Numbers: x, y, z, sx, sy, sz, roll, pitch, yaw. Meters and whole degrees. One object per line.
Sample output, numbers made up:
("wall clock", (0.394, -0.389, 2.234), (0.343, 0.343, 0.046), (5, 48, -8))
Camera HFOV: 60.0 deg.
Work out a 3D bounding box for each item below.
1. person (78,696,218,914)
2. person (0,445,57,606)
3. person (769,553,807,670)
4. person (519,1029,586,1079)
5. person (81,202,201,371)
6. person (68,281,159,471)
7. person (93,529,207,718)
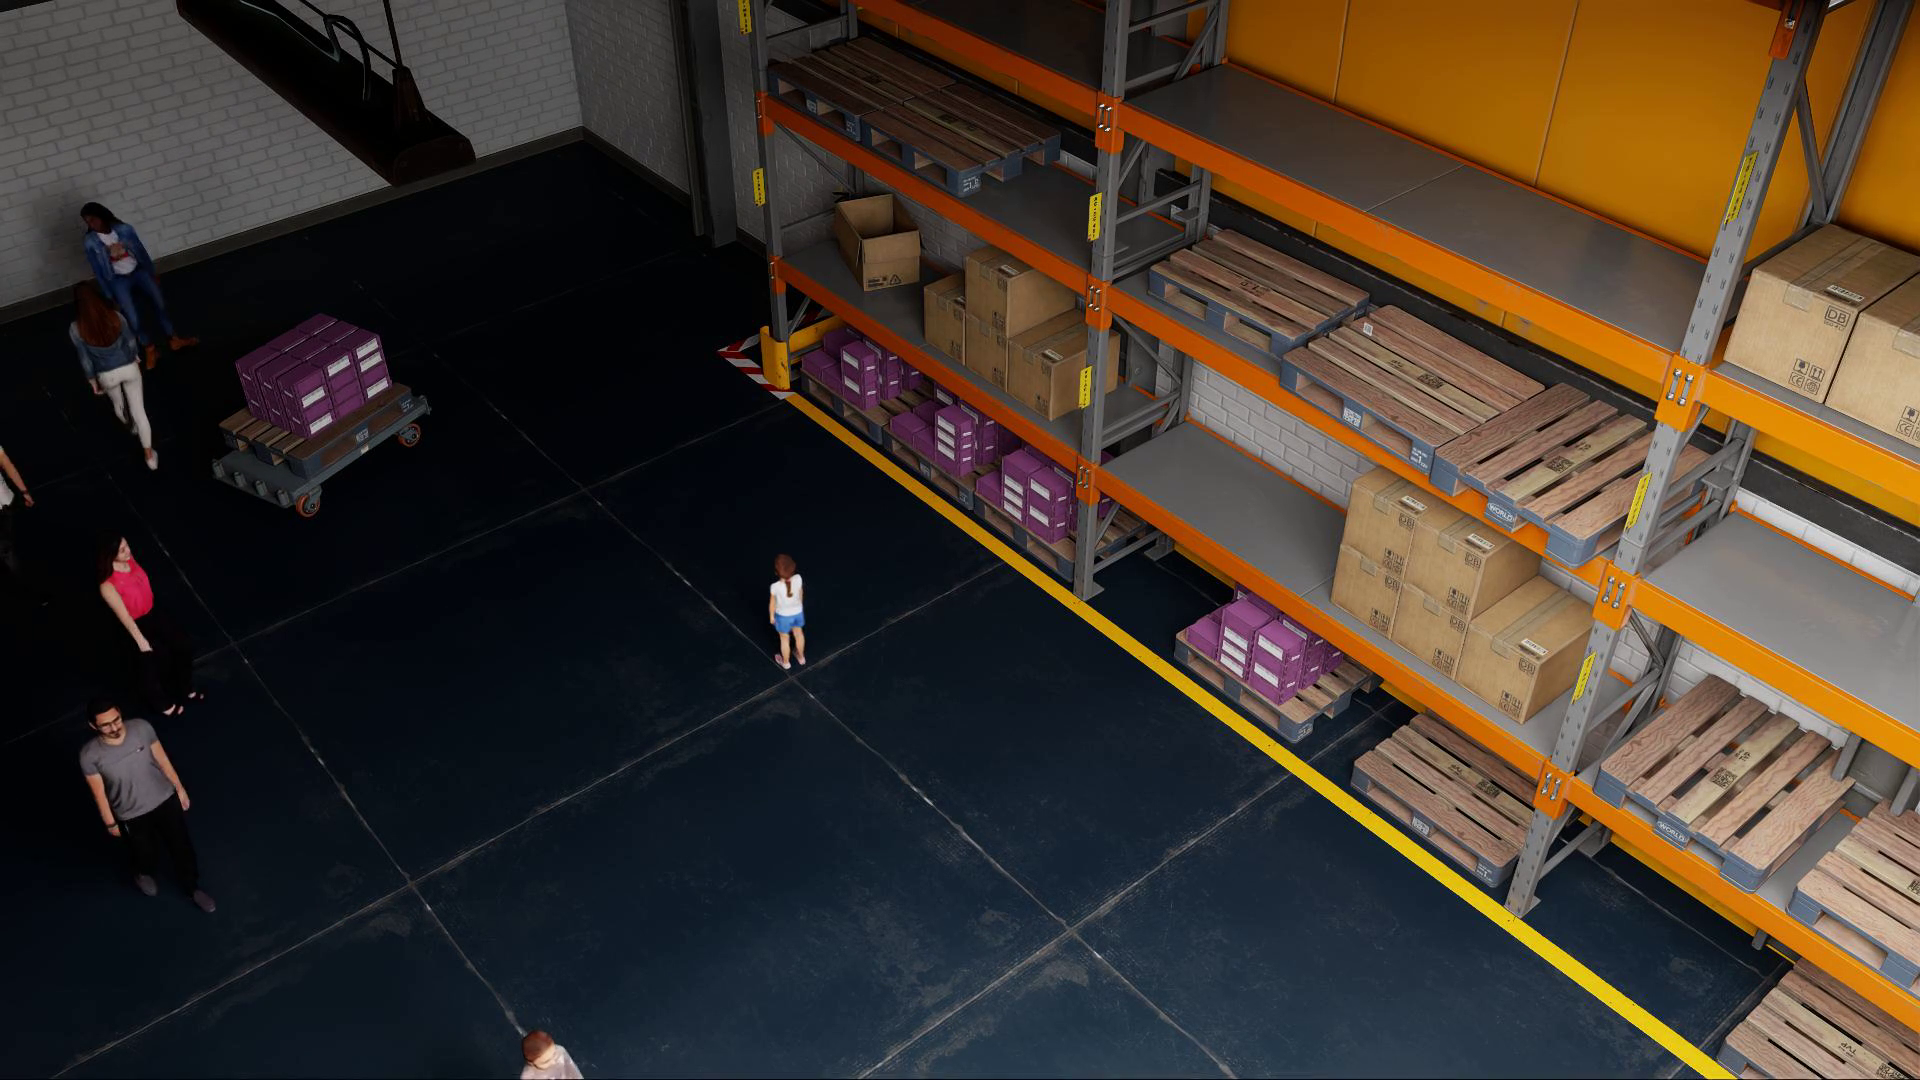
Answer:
("person", (-4.987, 1.574, 10.108), (0.861, 1.742, 0.711), (27, 46, 29))
("person", (-7.351, -0.313, 12.519), (1.136, 1.680, 0.839), (23, 44, 26))
("person", (-1.234, 0.510, 12.016), (0.455, 1.021, 0.470), (-19, 42, -22))
("person", (-2.208, 2.954, 8.831), (0.767, 1.178, 0.613), (23, 44, 26))
("person", (-7.472, -2.324, 15.033), (0.577, 1.686, 0.860), (23, 44, 26))
("person", (-6.965, -1.321, 13.797), (0.779, 1.661, 1.108), (-18, 42, -21))
("person", (-5.693, 0.599, 11.404), (0.806, 1.646, 0.746), (2, 39, 2))
